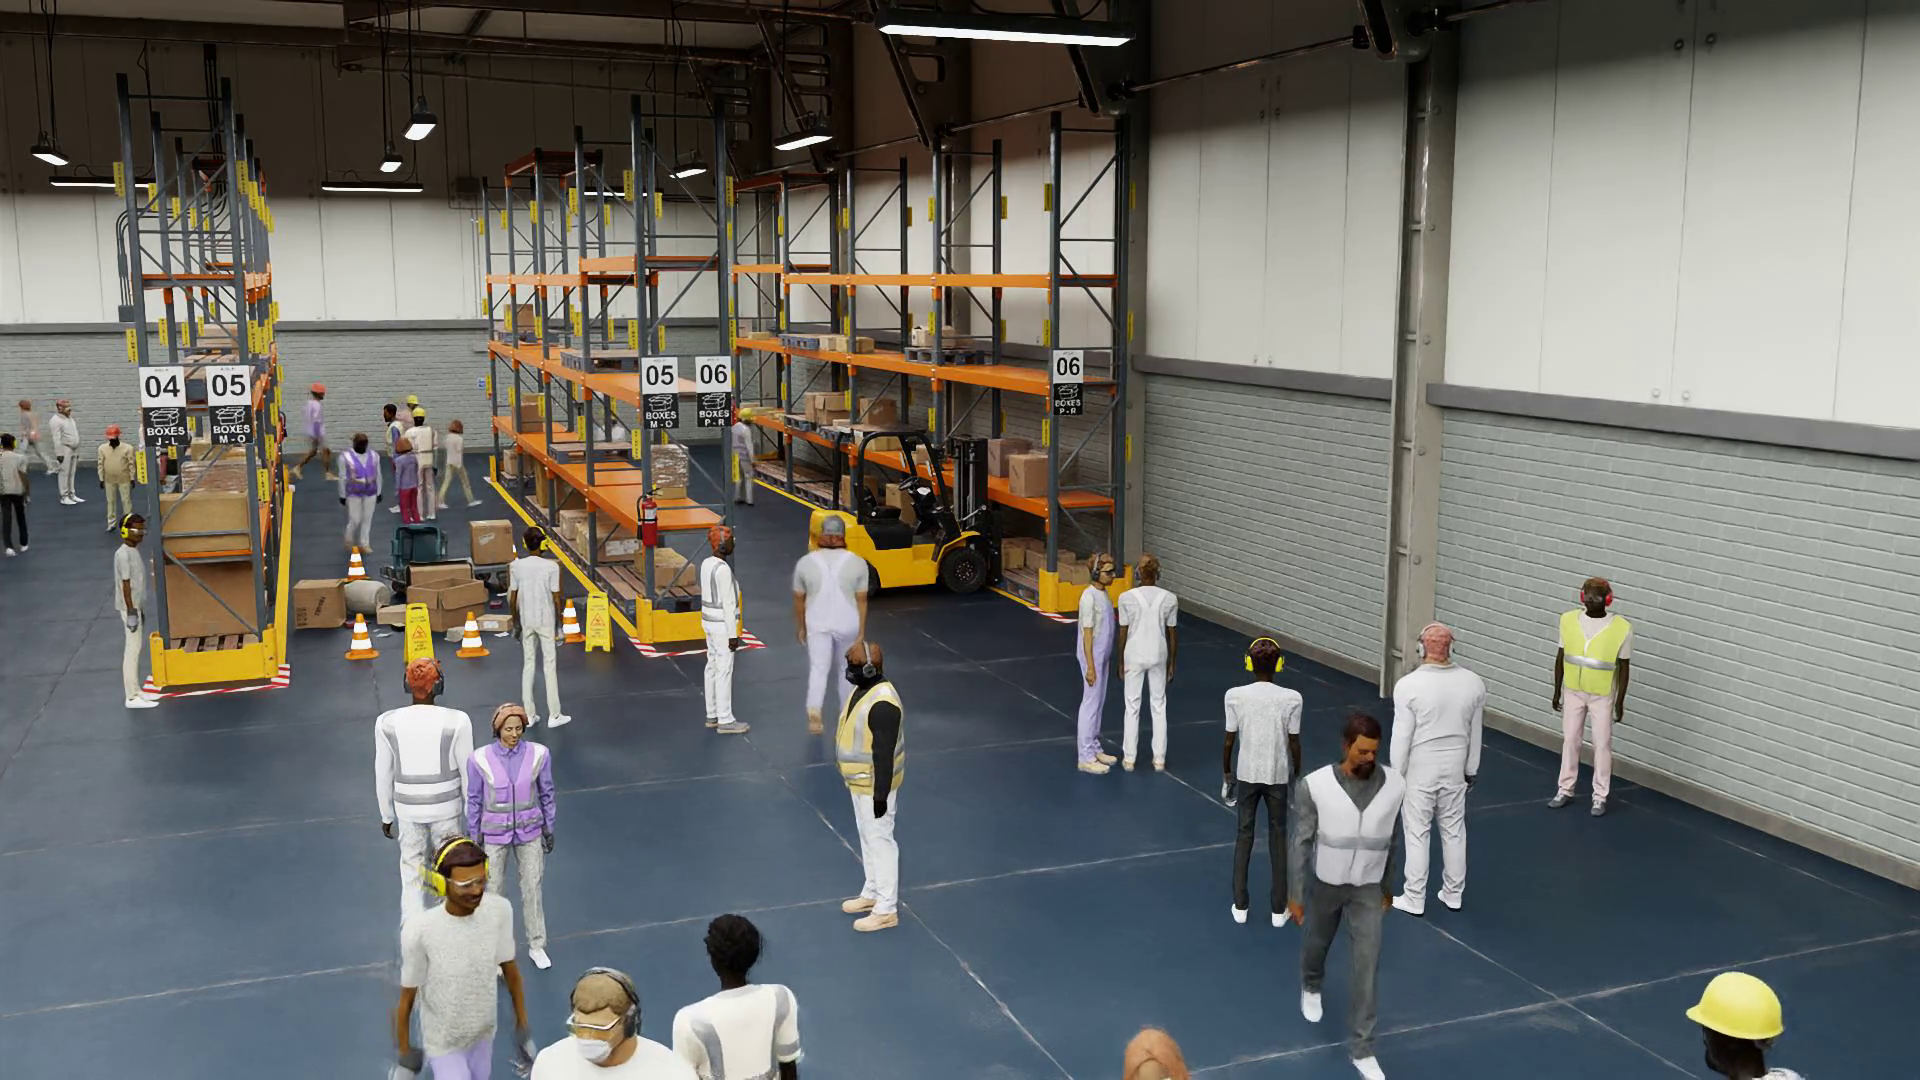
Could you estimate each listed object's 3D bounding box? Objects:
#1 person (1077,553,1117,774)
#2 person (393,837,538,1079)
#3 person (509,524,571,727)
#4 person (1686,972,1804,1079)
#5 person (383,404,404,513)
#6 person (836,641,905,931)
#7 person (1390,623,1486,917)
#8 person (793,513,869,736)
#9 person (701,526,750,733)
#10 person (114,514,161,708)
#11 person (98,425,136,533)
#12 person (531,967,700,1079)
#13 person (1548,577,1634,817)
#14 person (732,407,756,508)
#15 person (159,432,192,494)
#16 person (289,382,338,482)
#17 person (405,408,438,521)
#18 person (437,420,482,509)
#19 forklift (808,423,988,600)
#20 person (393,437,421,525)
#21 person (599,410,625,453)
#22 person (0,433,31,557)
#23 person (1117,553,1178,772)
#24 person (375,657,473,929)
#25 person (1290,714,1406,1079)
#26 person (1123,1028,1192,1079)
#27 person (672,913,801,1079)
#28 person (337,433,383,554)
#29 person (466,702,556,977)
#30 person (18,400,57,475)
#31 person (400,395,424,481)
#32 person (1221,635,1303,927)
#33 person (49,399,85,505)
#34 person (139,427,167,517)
[{"bbox_3d":[1.147,1.014,13.877,0.329,1.844,0.516,3,10,19],"label":"person"},{"bbox_3d":[-2.021,2.119,6.906,0.661,1.844,0.528,7,11,38],"label":"person"},{"bbox_3d":[-3.863,0.787,15.229,0.521,1.873,0.335,2,9,11],"label":"person"},{"bbox_3d":[2.535,2.331,5.487,0.609,1.872,1.016,-6,11,-32],"label":"person"},{"bbox_3d":[-9.848,-1.431,29.089,0.396,1.910,0.585,-4,10,-22],"label":"person"},{"bbox_3d":[-0.575,1.545,10.583,0.429,1.839,0.631,-3,10,-18],"label":"person"},{"bbox_3d":[3.047,1.479,10.767,0.652,1.904,0.403,-2,9,-15],"label":"person"},{"bbox_3d":[-1.162,0.743,14.969,0.689,2.000,0.862,1,9,3],"label":"person"},{"bbox_3d":[-2.155,0.806,15.070,0.355,1.883,0.575,-5,10,-29],"label":"person"},{"bbox_3d":[-7.918,0.673,15.966,0.332,1.866,0.514,-3,10,-20],"label":"person"},{"bbox_3d":[-13.574,-0.984,26.771,0.563,1.742,0.338,-2,9,-12],"label":"person"},{"bbox_3d":[-1.119,2.308,5.478,0.631,1.931,0.364,3,10,20],"label":"person"},{"bbox_3d":[4.849,1.185,12.785,0.566,1.849,0.390,7,12,38],"label":"person"},{"bbox_3d":[-3.852,-1.472,29.660,0.406,1.805,0.632,-6,11,-34],"label":"person"},{"bbox_3d":[-12.568,-1.098,26.614,0.408,2.029,0.617,3,9,17],"label":"person"},{"bbox_3d":[-12.949,-2.145,33.272,0.892,2.015,0.607,-6,11,-35],"label":"person"},{"bbox_3d":[-9.099,-1.275,28.084,0.410,1.915,0.591,8,12,40],"label":"person"},{"bbox_3d":[-8.975,-1.347,29.575,0.509,1.578,0.871,6,11,35],"label":"person"},{"bbox_3d":[-0.830,-0.399,21.676,2.313,2.155,1.214,-4,10,-21],"label":"forklift"},{"bbox_3d":[-8.593,-0.782,25.850,0.266,1.632,0.510,3,10,20],"label":"person"},{"bbox_3d":[-6.332,-1.525,30.168,0.520,1.742,0.696,-5,10,-29],"label":"person"},{"bbox_3d":[-14.037,-0.668,24.612,0.493,1.815,0.967,-4,10,-22],"label":"person"},{"bbox_3d":[1.555,1.024,13.864,0.501,1.839,0.342,-1,9,-3],"label":"person"},{"bbox_3d":[-3.163,1.624,9.916,0.584,1.882,0.337,-1,9,-5],"label":"person"},{"bbox_3d":[2.050,1.809,8.872,0.614,1.864,1.051,-1,9,-5],"label":"person"},{"bbox_3d":[0.706,2.414,5.783,0.525,1.609,0.544,0,9,-2],"label":"person"},{"bbox_3d":[-0.880,2.277,6.537,0.539,1.655,0.874,-6,11,-35],"label":"person"},{"bbox_3d":[-8.908,-0.696,24.730,0.626,1.822,0.486,-8,12,-42],"label":"person"},{"bbox_3d":[-2.653,1.760,9.859,0.514,1.634,0.313,-4,10,-25],"label":"person"},{"bbox_3d":[-19.163,-2.108,34.318,0.846,1.593,0.510,-2,9,-12],"label":"person"},{"bbox_3d":[-11.084,-2.055,33.518,0.707,1.744,0.533,7,12,38],"label":"person"},{"bbox_3d":[1.926,1.532,10.586,0.510,1.862,0.329,3,9,16],"label":"person"},{"bbox_3d":[-16.155,-1.595,30.105,0.409,1.907,0.651,-1,9,-5],"label":"person"},{"bbox_3d":[-13.759,-1.334,28.527,0.573,1.886,0.353,-3,9,-16],"label":"person"}]
